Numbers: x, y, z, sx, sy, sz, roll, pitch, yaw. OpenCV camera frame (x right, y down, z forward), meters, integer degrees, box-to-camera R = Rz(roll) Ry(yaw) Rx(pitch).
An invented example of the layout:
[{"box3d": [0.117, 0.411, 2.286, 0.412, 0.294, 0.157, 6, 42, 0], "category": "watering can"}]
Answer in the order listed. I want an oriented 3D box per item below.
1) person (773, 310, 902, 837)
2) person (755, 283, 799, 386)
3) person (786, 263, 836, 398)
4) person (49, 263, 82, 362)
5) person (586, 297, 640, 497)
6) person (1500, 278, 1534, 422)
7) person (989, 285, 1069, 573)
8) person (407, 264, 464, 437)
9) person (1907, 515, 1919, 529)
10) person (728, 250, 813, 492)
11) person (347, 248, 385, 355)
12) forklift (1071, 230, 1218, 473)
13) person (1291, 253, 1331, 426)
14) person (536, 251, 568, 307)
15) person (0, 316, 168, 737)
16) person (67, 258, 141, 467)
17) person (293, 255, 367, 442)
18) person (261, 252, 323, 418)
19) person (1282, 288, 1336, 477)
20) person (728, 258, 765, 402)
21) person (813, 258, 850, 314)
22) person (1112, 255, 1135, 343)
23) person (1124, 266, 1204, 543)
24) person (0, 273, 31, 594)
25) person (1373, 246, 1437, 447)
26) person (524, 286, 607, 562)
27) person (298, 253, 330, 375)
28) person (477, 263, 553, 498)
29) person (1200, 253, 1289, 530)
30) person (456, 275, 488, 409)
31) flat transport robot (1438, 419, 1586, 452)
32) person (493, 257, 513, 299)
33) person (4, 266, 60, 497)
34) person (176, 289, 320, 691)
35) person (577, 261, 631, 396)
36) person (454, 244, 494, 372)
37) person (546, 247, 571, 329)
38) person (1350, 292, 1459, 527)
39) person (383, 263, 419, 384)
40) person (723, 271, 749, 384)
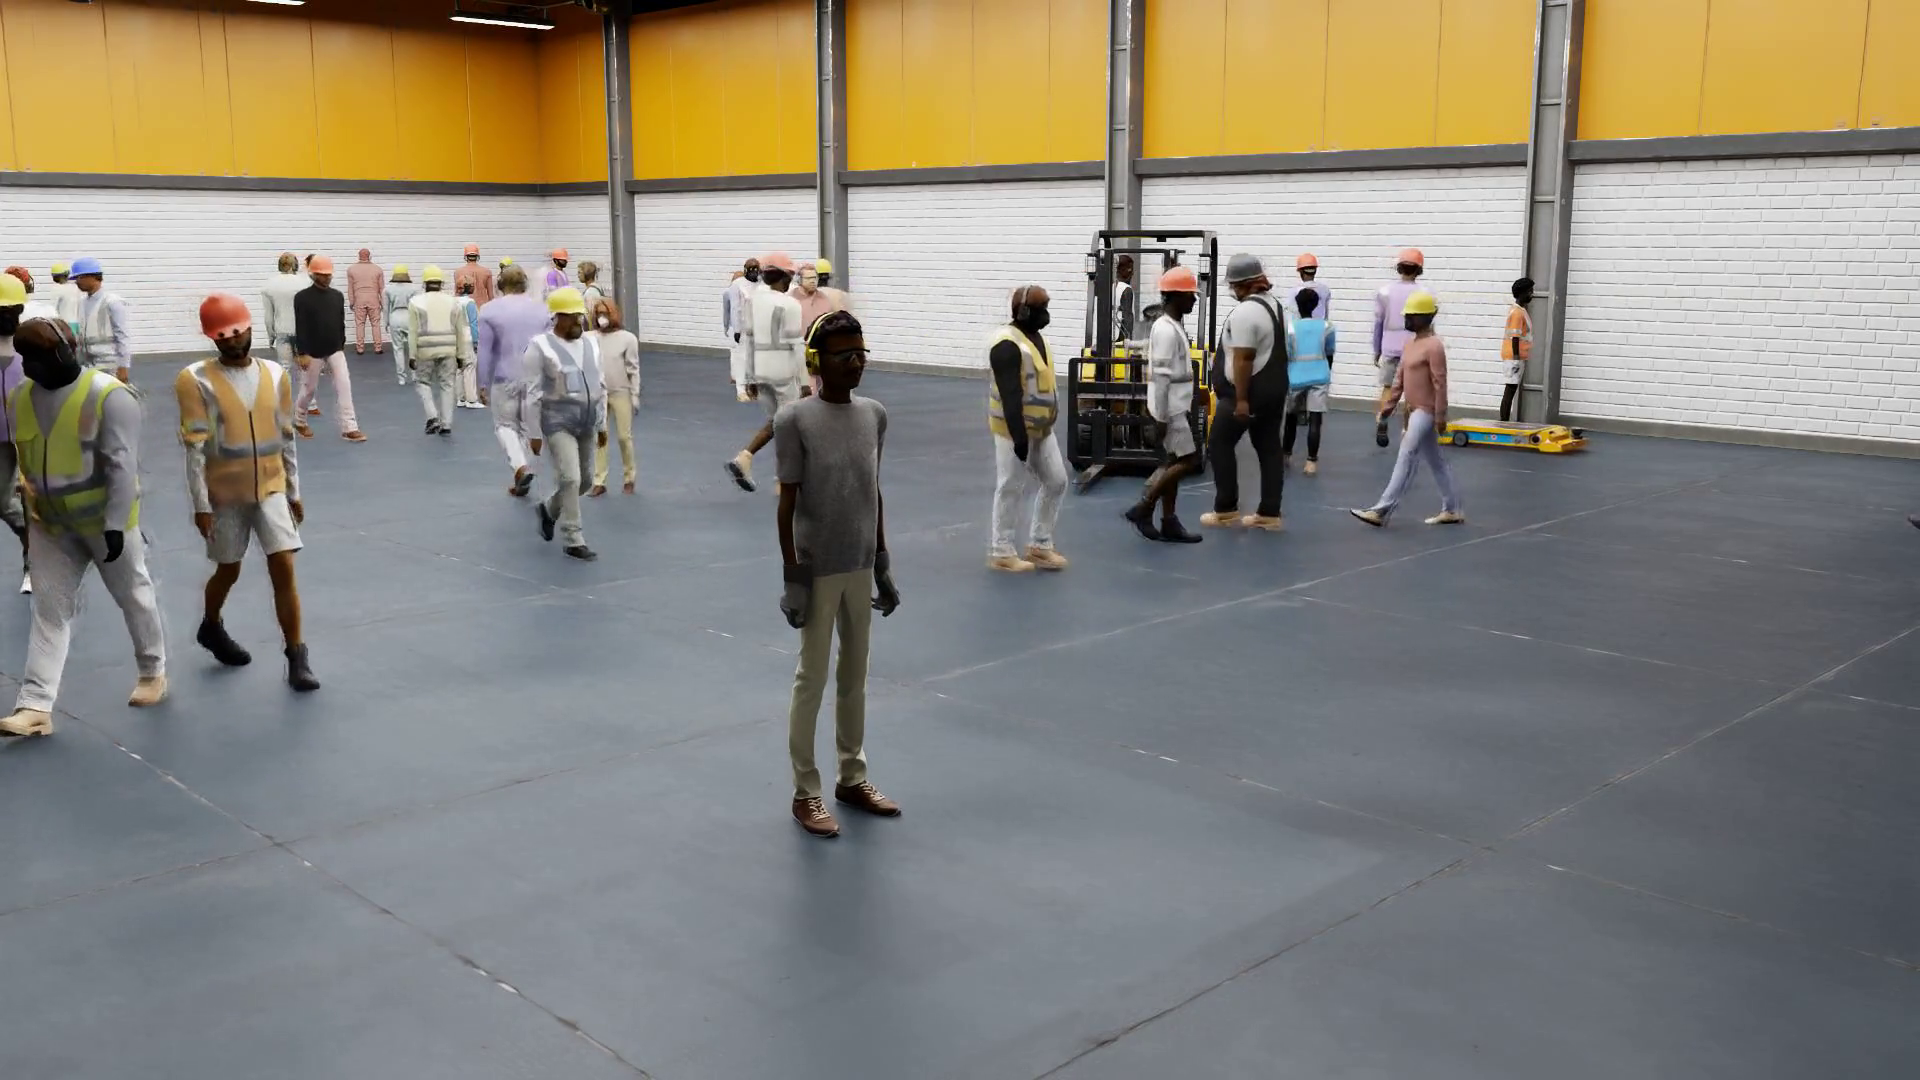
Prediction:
[{"box3d": [-0.433, 0.114, 5.989, 0.328, 1.872, 0.513, 10, 15, 44], "category": "person"}, {"box3d": [-2.131, -2.390, 19.651, 0.591, 1.874, 0.455, -3, 11, -16], "category": "person"}, {"box3d": [-1.513, -1.820, 16.549, 0.652, 1.871, 0.943, -7, 13, -34], "category": "person"}, {"box3d": [-12.879, -3.097, 23.883, 0.871, 1.723, 0.546, 2, 11, 10], "category": "person"}, {"box3d": [-2.869, -1.165, 13.616, 0.502, 1.635, 0.278, 2, 10, 8], "category": "person"}, {"box3d": [5.876, -1.919, 17.567, 0.318, 1.691, 0.534, 4, 11, 18], "category": "person"}, {"box3d": [0.471, -0.681, 10.464, 0.626, 1.820, 0.662, 5, 12, 27], "category": "person"}, {"box3d": [-5.542, -1.988, 17.578, 0.623, 1.818, 0.428, -7, 13, -35], "category": "person"}, {"box3d": [7.132, -0.870, 11.540, 0.960, 1.791, 0.596, 2, 11, 11], "category": "person"}, {"box3d": [-1.522, -1.326, 13.454, 0.614, 2.016, 0.666, -10, 14, -42], "category": "person"}, {"box3d": [-10.648, -4.278, 29.869, 0.644, 1.900, 0.403, -4, 11, -19], "category": "person"}, {"box3d": [1.804, -1.825, 15.677, 1.214, 2.155, 2.313, 2, 11, 13], "category": "forklift"}, {"box3d": [3.894, -2.251, 18.729, 0.551, 1.926, 0.378, -6, 12, -31], "category": "person"}, {"box3d": [-6.703, -3.825, 27.423, 0.464, 1.883, 0.672, 7, 12, 33], "category": "person"}, {"box3d": [-3.832, -0.074, 7.247, 0.634, 1.790, 0.945, 1, 10, 6], "category": "person"}, {"box3d": [-7.789, -1.581, 15.148, 0.645, 1.932, 0.381, 5, 12, 27], "category": "person"}, {"box3d": [-6.667, -1.993, 17.317, 1.028, 1.941, 0.629, 8, 13, 36], "category": "person"}, {"box3d": [-7.801, -2.387, 19.455, 0.627, 1.934, 0.371, -1, 10, -3], "category": "person"}, {"box3d": [3.102, -1.429, 14.977, 0.539, 1.653, 0.859, 0, 10, 2], "category": "person"}, {"box3d": [-2.674, -2.702, 21.433, 0.430, 1.841, 0.624, 10, 14, 44], "category": "person"}, {"box3d": [-1.459, -2.135, 18.215, 0.602, 1.892, 0.945, -5, 11, -24], "category": "person"}, {"box3d": [1.756, -2.206, 18.521, 0.391, 1.914, 0.587, -5, 11, -23], "category": "person"}, {"box3d": [1.462, -0.912, 11.457, 0.441, 1.924, 0.542, 2, 11, 9], "category": "person"}, {"box3d": [-5.686, -0.658, 10.070, 0.592, 1.908, 0.629, -2, 11, -12], "category": "person"}, {"box3d": [4.387, -1.889, 16.496, 0.616, 2.028, 0.767, 5, 11, 25], "category": "person"}, {"box3d": [-2.650, -0.787, 11.090, 0.754, 1.810, 0.595, 9, 13, 39], "category": "person"}, {"box3d": [-9.935, -3.473, 25.591, 0.569, 1.847, 0.699, -5, 12, -26], "category": "person"}, {"box3d": [-3.529, -1.259, 13.383, 0.647, 1.911, 0.644, -7, 13, -34], "category": "person"}, {"box3d": [2.037, -1.083, 12.047, 0.726, 2.000, 0.709, 8, 13, 36], "category": "person"}, {"box3d": [-6.078, -2.436, 20.524, 0.309, 1.638, 0.522, -9, 14, -41], "category": "person"}, {"box3d": [5.498, -1.070, 16.809, 1.431, 0.197, 0.652, 9, 14, 40], "category": "flat transport robot"}, {"box3d": [-7.791, -3.985, 28.657, 0.522, 1.759, 0.349, 5, 11, 23], "category": "person"}, {"box3d": [-7.629, -1.289, 13.599, 0.587, 1.882, 0.342, -6, 12, -31], "category": "person"}, {"box3d": [-3.431, -0.249, 7.938, 0.922, 1.899, 0.568, 10, 14, 44], "category": "person"}, {"box3d": [-4.469, -2.541, 20.593, 0.745, 1.827, 0.525, 1, 10, 4], "category": "person"}, {"box3d": [-7.578, -3.612, 25.967, 0.622, 1.994, 0.381, -6, 12, -30], "category": "person"}, {"box3d": [-6.352, -3.680, 26.492, 0.379, 1.938, 0.547, 2, 11, 10], "category": "person"}, {"box3d": [3.294, -0.940, 12.152, 0.931, 1.718, 0.539, -1, 10, -5], "category": "person"}, {"box3d": [-8.003, -3.098, 23.870, 0.503, 1.738, 0.370, -3, 11, -15], "category": "person"}, {"box3d": [-3.147, -3.038, 23.848, 0.498, 1.627, 0.274, -2, 11, -13], "category": "person"}]
